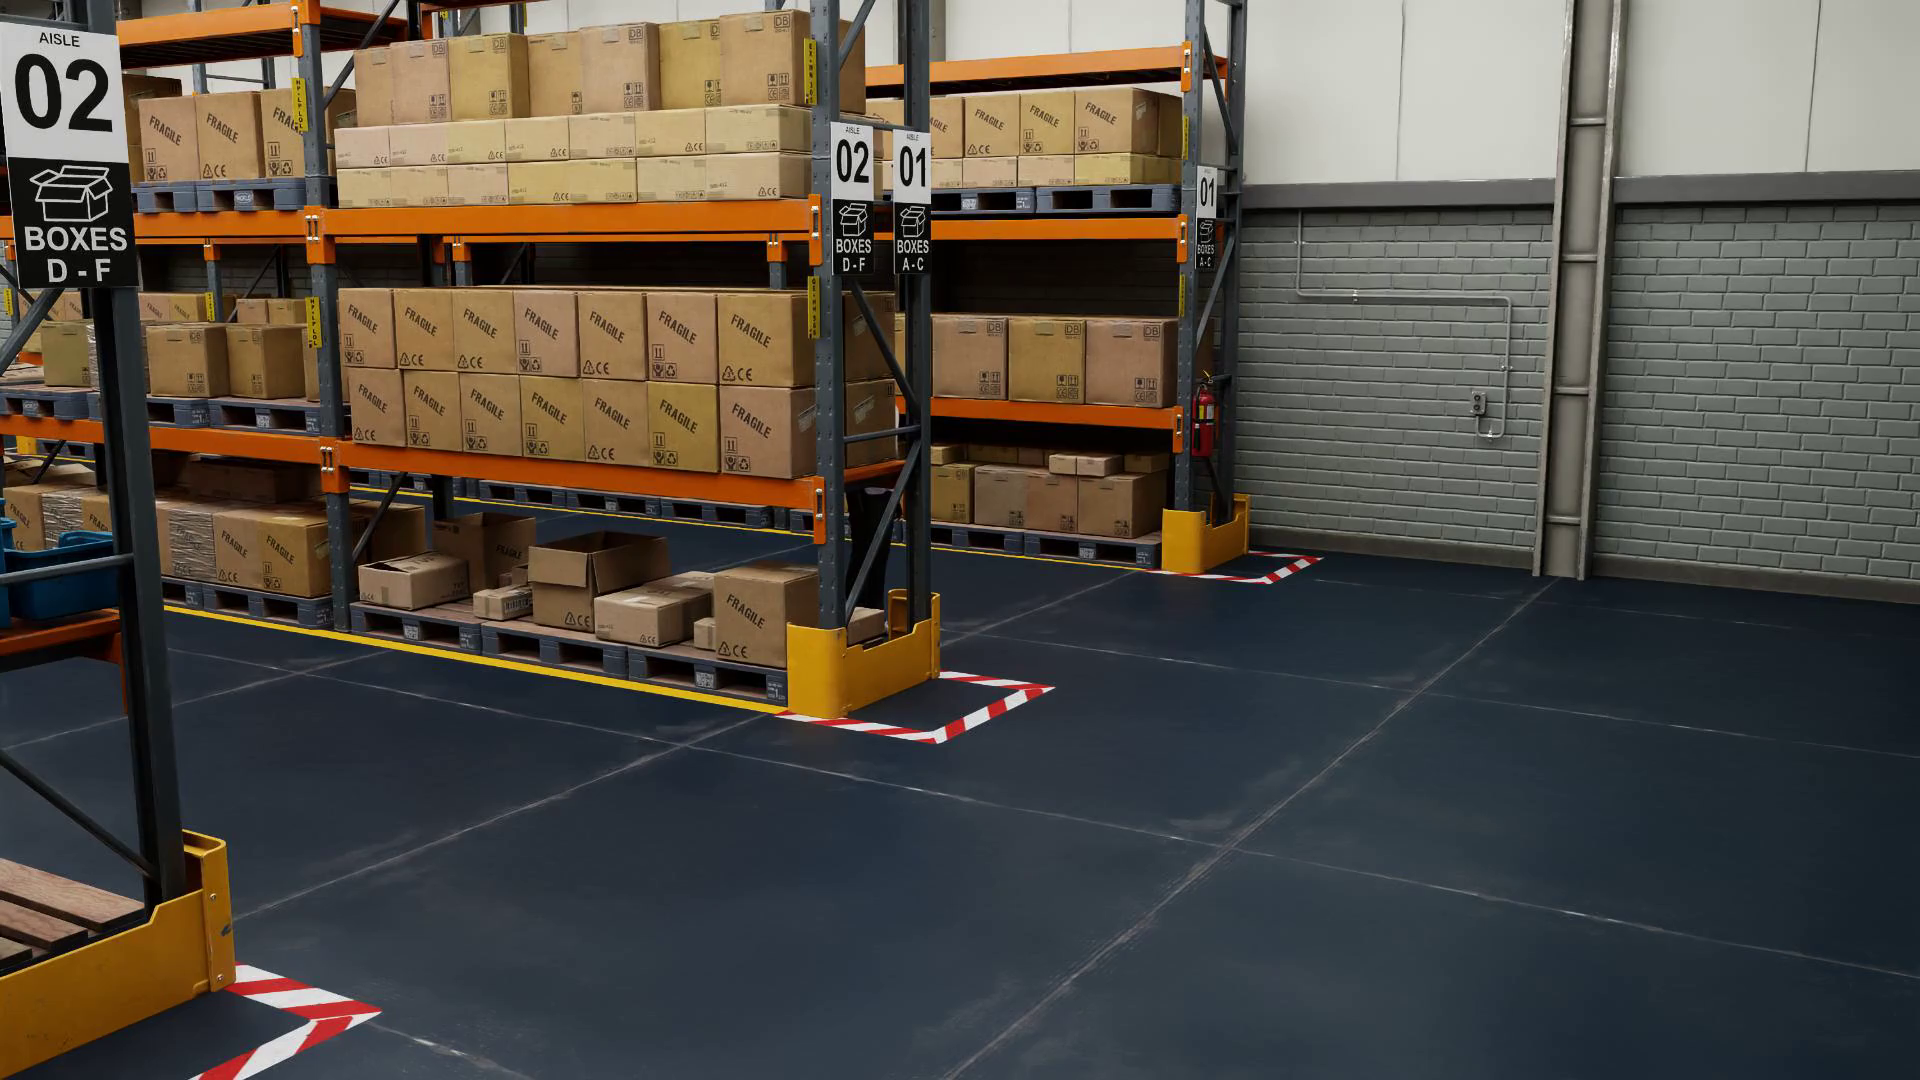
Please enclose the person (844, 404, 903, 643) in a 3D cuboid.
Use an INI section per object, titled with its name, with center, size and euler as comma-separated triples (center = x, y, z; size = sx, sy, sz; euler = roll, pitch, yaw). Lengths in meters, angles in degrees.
[person]
center = -0.581, -0.275, 10.908
size = 0.374, 1.917, 0.597
euler = 5, 11, 26
